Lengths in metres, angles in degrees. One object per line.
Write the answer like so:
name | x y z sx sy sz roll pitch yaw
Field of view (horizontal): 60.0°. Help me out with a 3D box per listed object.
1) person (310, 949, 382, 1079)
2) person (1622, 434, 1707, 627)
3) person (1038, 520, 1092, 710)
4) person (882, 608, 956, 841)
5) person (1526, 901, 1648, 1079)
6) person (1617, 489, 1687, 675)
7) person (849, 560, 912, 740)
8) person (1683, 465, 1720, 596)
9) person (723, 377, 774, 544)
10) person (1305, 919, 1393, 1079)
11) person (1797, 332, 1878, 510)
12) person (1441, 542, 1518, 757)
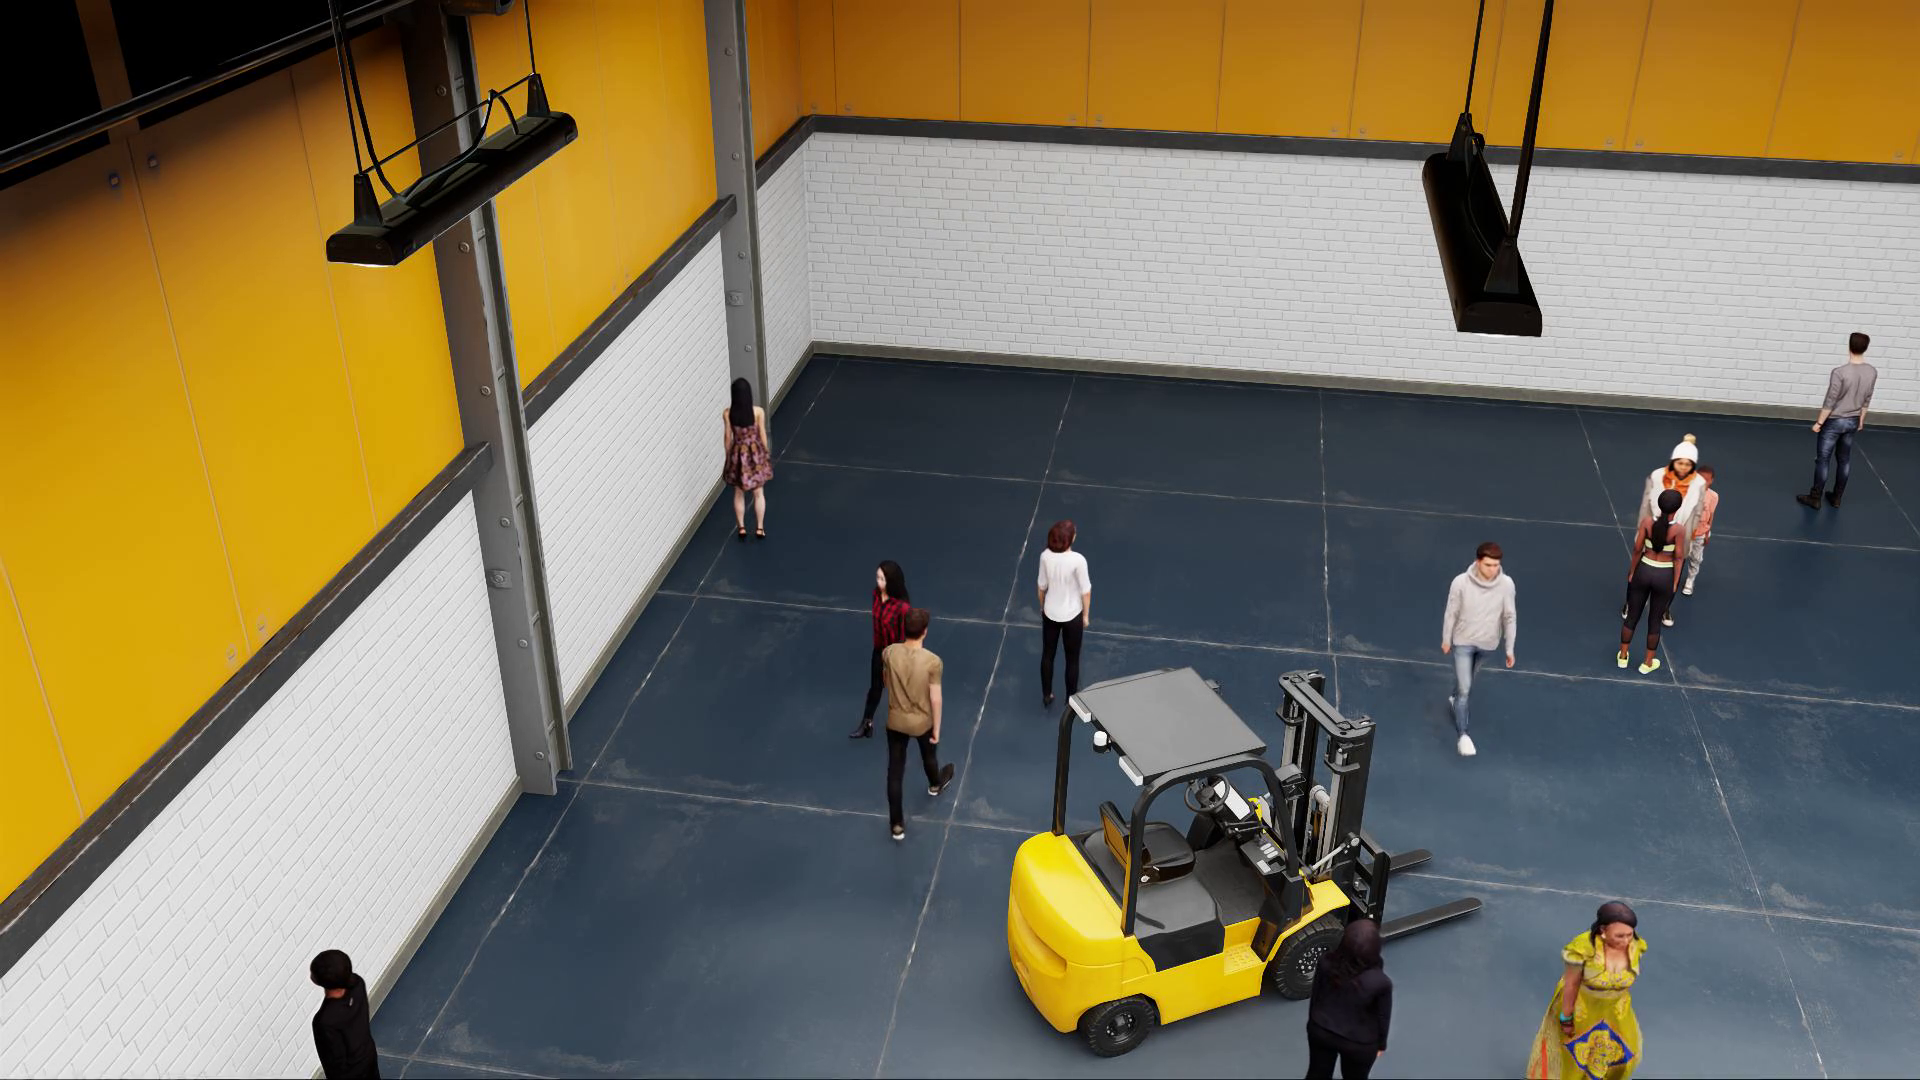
person | -3.524 3.025 9.663 0.644 1.674 0.462 5 29 9
person | 6.448 -0.101 15.169 0.707 1.889 0.702 9 30 15
person | 0.851 0.642 13.907 0.664 1.794 0.611 13 31 22
person | -0.398 1.419 12.469 0.819 1.806 1.177 7 29 13
person | 3.803 2.788 10.124 0.907 1.648 0.870 -3 29 -6
person | 6.031 0.353 14.477 0.635 1.755 0.636 18 33 30
person | -0.482 0.856 13.685 0.916 1.630 1.058 25 37 38
person | 6.975 -0.117 15.803 0.530 1.310 0.550 15 32 25
person | -2.105 -0.787 16.545 0.723 1.775 0.729 -1 29 -3
person | 2.280 2.940 9.883 0.723 1.611 0.735 15 32 25
person | 9.121 -1.224 17.213 0.760 1.903 0.679 -4 29 -7
person | 4.211 0.784 13.630 0.818 1.809 1.275 0 29 0
